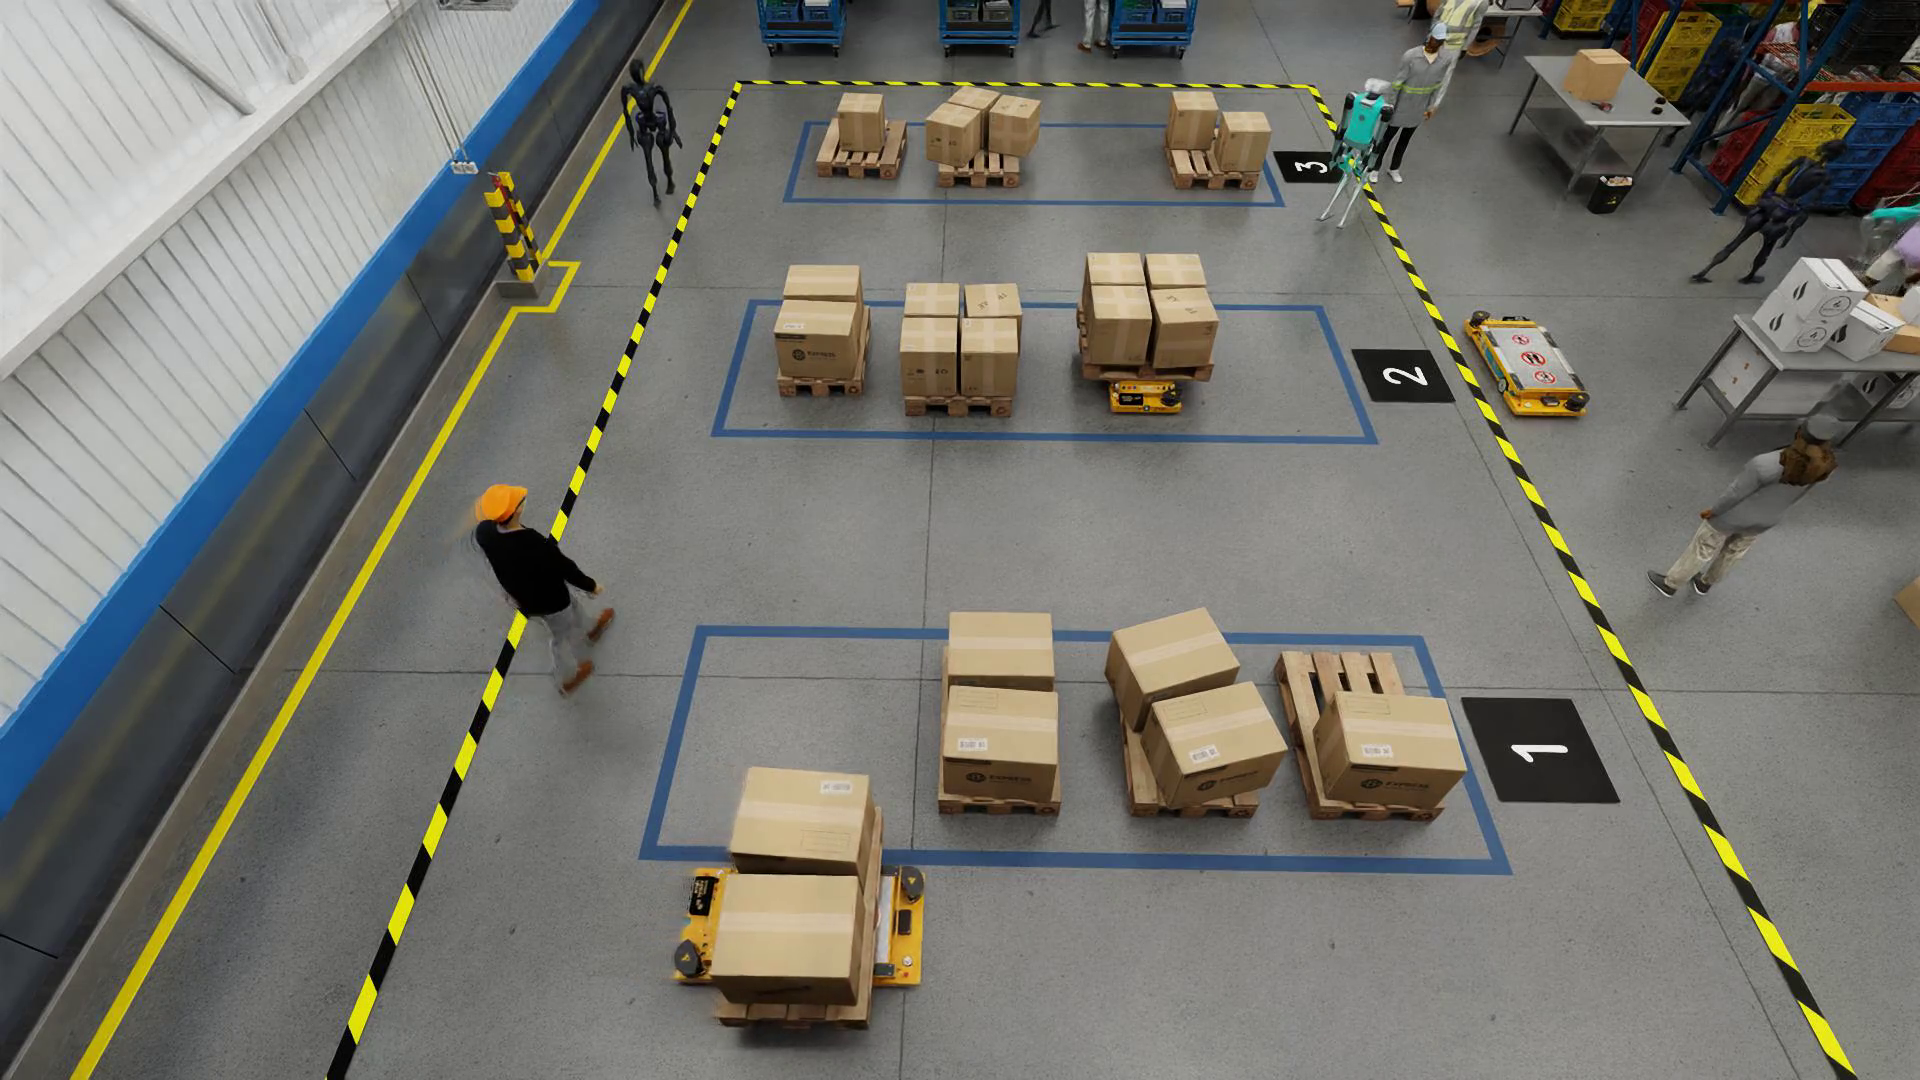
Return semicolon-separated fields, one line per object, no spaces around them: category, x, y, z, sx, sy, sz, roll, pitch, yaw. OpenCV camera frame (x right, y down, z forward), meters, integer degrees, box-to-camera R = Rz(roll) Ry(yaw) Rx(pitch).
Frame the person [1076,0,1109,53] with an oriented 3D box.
person;2.050;-8.314;13.627;0.628;1.938;0.363;-19;52;-16

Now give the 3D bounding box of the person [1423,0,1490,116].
person;6.534;-6.669;12.267;0.431;1.841;0.622;-31;56;-24

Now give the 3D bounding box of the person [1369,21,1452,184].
person;5.412;-5.217;11.001;0.588;1.852;0.371;-1;49;-1

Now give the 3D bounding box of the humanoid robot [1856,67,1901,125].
humanoid robot;11.359;-5.414;11.235;0.698;1.754;0.541;34;57;26

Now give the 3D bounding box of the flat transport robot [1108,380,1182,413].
flat transport robot;1.773;-1.807;9.079;0.652;0.197;1.431;1;49;1

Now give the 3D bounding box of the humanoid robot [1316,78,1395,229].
humanoid robot;4.487;-4.355;10.242;0.533;1.677;0.735;35;57;26

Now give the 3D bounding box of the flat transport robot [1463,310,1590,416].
flat transport robot;5.573;-1.757;9.054;0.659;0.231;1.431;1;49;1

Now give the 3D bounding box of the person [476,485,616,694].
person;-2.745;0.267;6.259;0.589;1.852;0.842;22;53;18

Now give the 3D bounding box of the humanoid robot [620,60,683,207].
humanoid robot;-3.597;-4.755;10.735;0.610;1.635;0.705;-5;49;-5

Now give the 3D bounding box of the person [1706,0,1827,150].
person;10.186;-5.803;11.521;0.599;1.829;0.404;16;51;13

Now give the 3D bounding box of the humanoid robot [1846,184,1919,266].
humanoid robot;10.155;-3.640;9.743;0.832;1.810;0.530;28;55;22

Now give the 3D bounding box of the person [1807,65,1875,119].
person;11.249;-5.851;11.530;0.346;1.882;0.582;4;49;3

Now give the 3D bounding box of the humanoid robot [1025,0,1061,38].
humanoid robot;1.327;-8.664;14.118;0.700;1.625;0.613;-19;52;-16

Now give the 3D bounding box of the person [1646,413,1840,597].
person;5.769;-0.209;6.722;0.572;1.766;0.396;-1;49;-1

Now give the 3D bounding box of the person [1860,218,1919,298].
person;9.201;-2.774;8.824;1.071;1.971;0.600;0;49;0

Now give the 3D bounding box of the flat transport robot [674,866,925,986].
flat transport robot;-0.940;2.304;5.521;1.431;0.197;0.652;1;49;1

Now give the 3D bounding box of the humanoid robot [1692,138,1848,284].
humanoid robot;8.496;-3.401;9.586;0.790;1.629;0.601;-6;49;-5

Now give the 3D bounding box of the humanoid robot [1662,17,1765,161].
humanoid robot;9.566;-5.709;11.548;0.605;1.636;0.410;30;55;23
